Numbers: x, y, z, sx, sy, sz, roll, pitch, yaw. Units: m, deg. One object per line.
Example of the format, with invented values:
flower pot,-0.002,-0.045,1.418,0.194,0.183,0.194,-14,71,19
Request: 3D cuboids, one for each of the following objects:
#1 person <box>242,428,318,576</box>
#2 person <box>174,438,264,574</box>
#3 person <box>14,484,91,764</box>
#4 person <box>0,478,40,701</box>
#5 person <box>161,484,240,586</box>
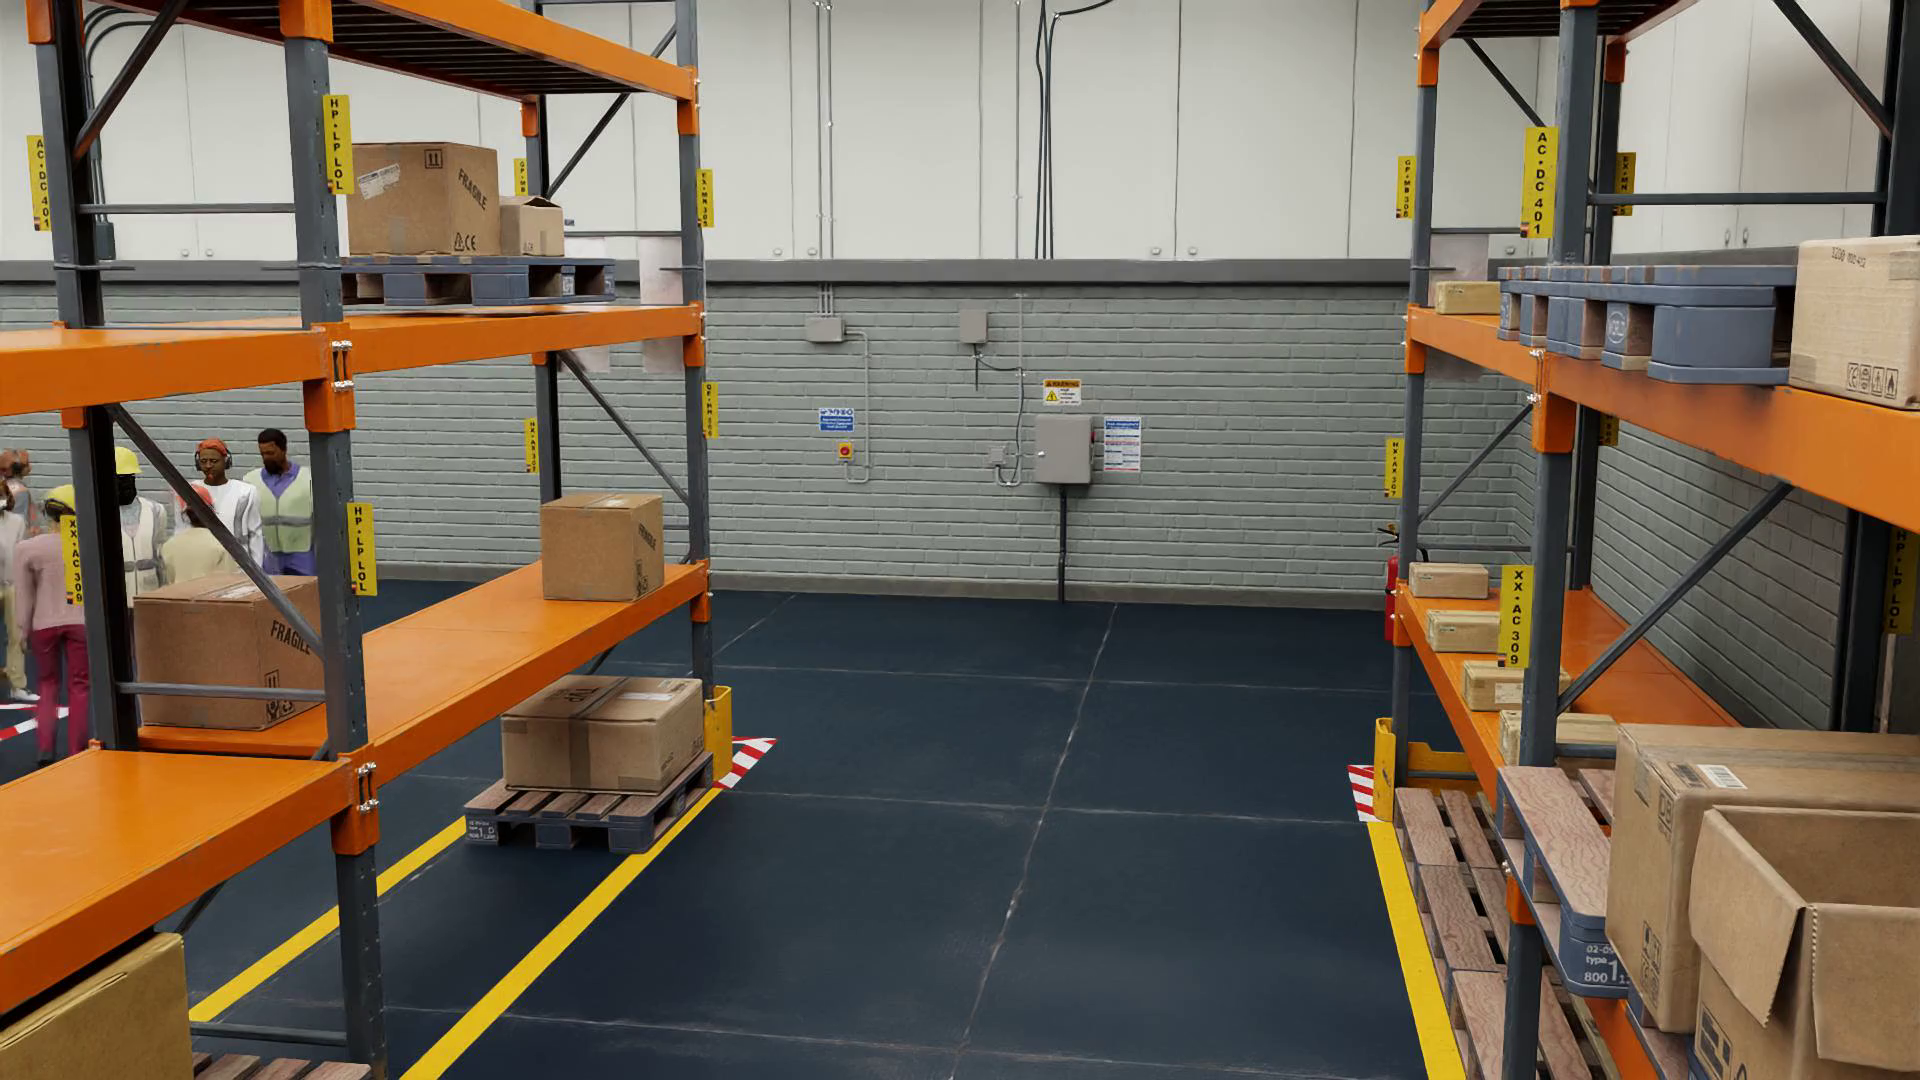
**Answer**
person,-4.937,0.121,12.238,0.608,1.897,0.517,-1,9,-5
person,-5.133,0.233,11.547,0.574,1.883,0.356,-3,10,-15
person,-5.445,0.533,10.159,0.539,1.724,0.497,-4,10,-25
person,-6.833,0.344,11.708,0.613,1.612,0.499,4,10,25
person,-4.696,0.506,10.401,0.588,1.726,0.627,3,10,21
